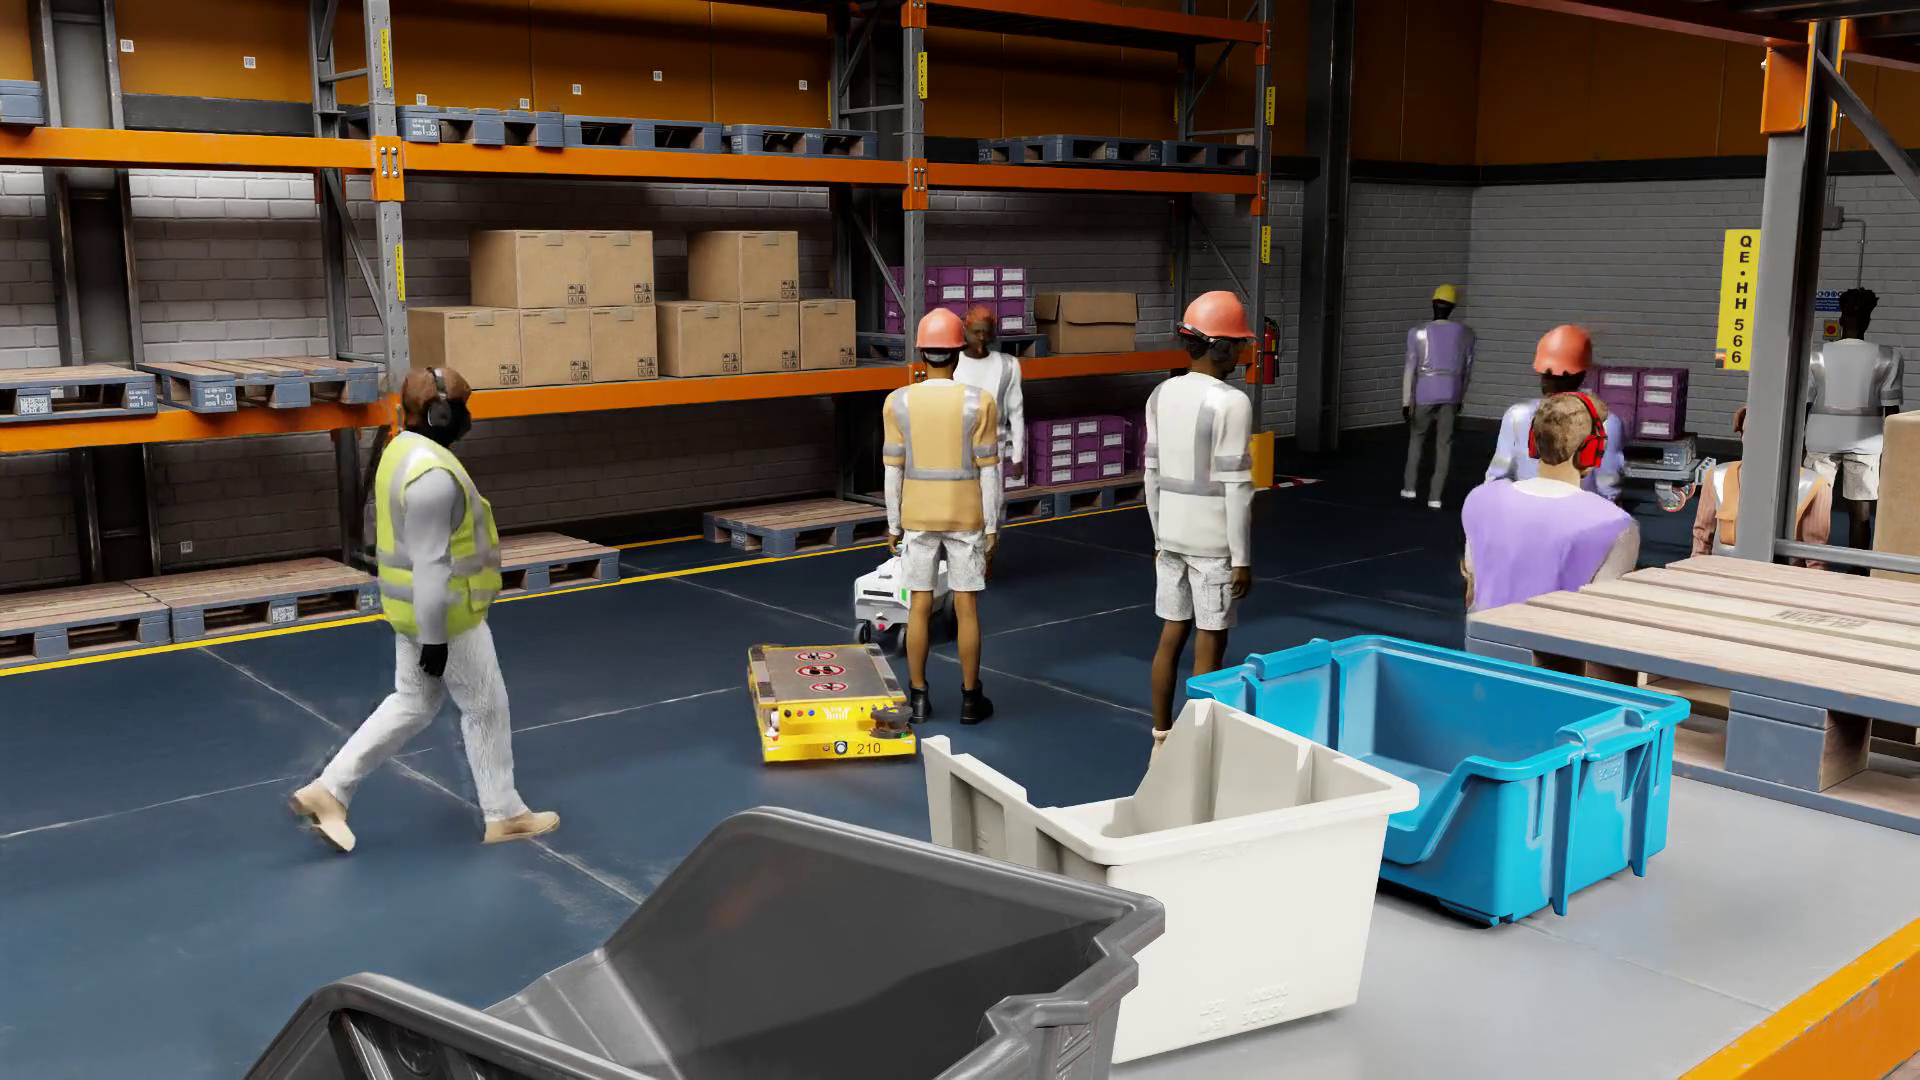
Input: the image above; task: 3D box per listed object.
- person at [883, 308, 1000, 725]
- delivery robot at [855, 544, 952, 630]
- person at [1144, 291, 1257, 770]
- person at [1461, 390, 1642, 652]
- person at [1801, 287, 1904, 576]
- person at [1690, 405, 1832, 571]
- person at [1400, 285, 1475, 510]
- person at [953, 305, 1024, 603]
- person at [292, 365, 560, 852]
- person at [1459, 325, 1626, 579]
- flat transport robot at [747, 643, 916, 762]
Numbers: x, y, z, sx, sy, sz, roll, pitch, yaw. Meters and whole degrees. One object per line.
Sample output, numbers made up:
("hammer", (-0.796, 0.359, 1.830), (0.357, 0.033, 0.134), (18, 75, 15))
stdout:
("person", (-0.081, -0.100, 7.732), (0.543, 1.941, 0.357), (2, 10, 8))
("delivery robot", (-0.304, 0.263, 9.316), (0.477, 0.478, 0.707), (4, 11, 23))
("person", (1.015, 0.001, 6.878), (0.396, 2.042, 0.610), (-6, 12, -29))
("person", (1.782, 0.443, 5.069), (0.839, 1.809, 0.574), (-10, 14, -44))
("person", (5.544, -0.596, 10.434), (0.613, 1.965, 0.361), (5, 11, 27))
("person", (3.117, 0.264, 6.535), (0.309, 1.639, 0.522), (-9, 13, -40))
("person", (4.050, -1.224, 14.191), (0.600, 1.875, 0.889), (1, 10, 4))
("person", (0.096, -0.558, 10.519), (0.607, 1.864, 0.625), (-1, 10, -3))
("person", (-1.984, 0.266, 6.077), (0.876, 1.811, 0.624), (-6, 12, -28))
("person", (2.469, 0.033, 7.120), (1.007, 1.878, 0.558), (-7, 12, -33))
("flat transport robot", (-0.635, 0.723, 7.794), (0.652, 0.197, 1.431), (-2, 10, -10))
